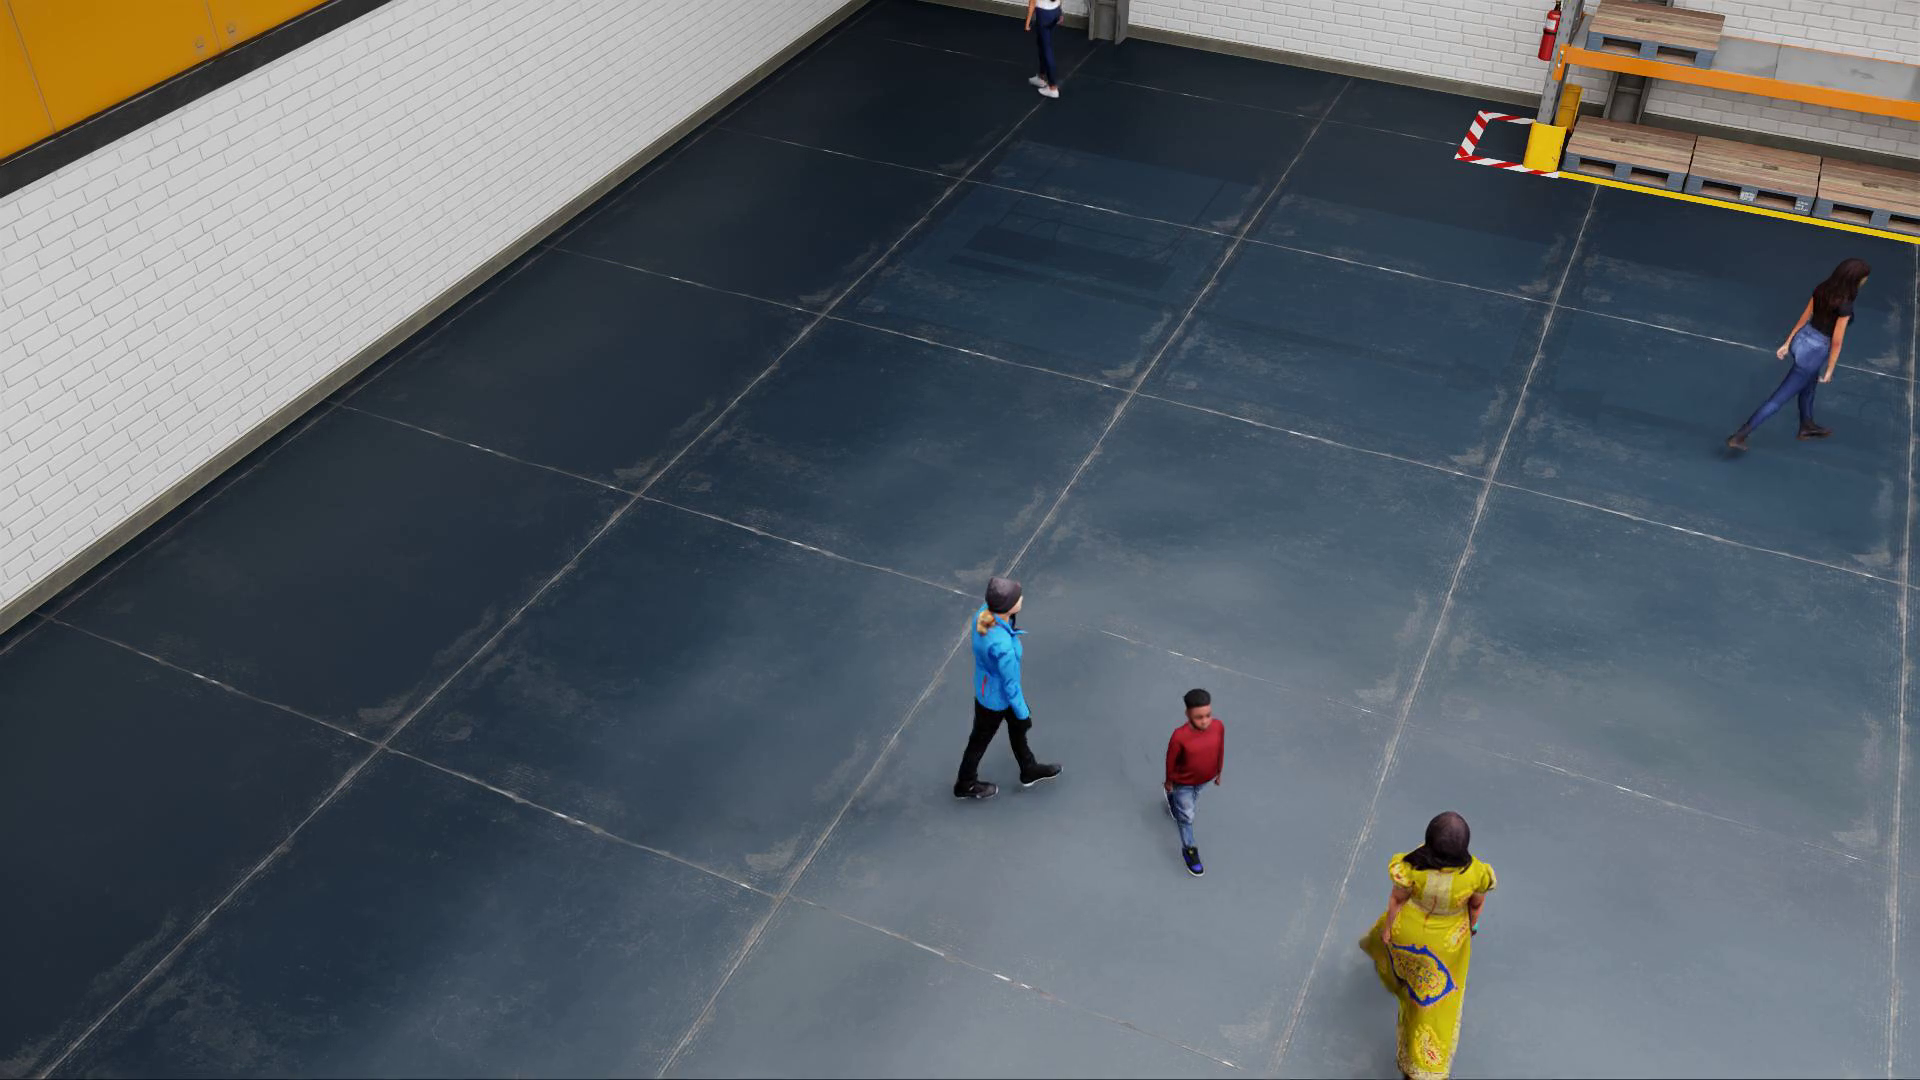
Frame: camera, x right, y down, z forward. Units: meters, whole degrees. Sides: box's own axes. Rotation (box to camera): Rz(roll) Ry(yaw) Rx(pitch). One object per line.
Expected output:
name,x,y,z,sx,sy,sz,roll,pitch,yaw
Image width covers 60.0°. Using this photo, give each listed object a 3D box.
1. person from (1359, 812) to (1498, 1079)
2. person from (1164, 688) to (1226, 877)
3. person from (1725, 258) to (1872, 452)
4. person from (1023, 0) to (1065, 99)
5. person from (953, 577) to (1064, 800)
person,2.430,2.102,8.631,1.214,1.612,0.912,9,39,11
person,1.356,1.339,9.886,0.837,1.239,0.906,-14,41,-17
person,6.504,-1.390,12.942,1.274,1.689,1.072,-8,39,-10
person,1.029,-5.714,18.299,0.792,1.762,0.718,28,46,30
person,0.118,0.944,9.954,1.062,1.772,0.933,-5,39,-6
